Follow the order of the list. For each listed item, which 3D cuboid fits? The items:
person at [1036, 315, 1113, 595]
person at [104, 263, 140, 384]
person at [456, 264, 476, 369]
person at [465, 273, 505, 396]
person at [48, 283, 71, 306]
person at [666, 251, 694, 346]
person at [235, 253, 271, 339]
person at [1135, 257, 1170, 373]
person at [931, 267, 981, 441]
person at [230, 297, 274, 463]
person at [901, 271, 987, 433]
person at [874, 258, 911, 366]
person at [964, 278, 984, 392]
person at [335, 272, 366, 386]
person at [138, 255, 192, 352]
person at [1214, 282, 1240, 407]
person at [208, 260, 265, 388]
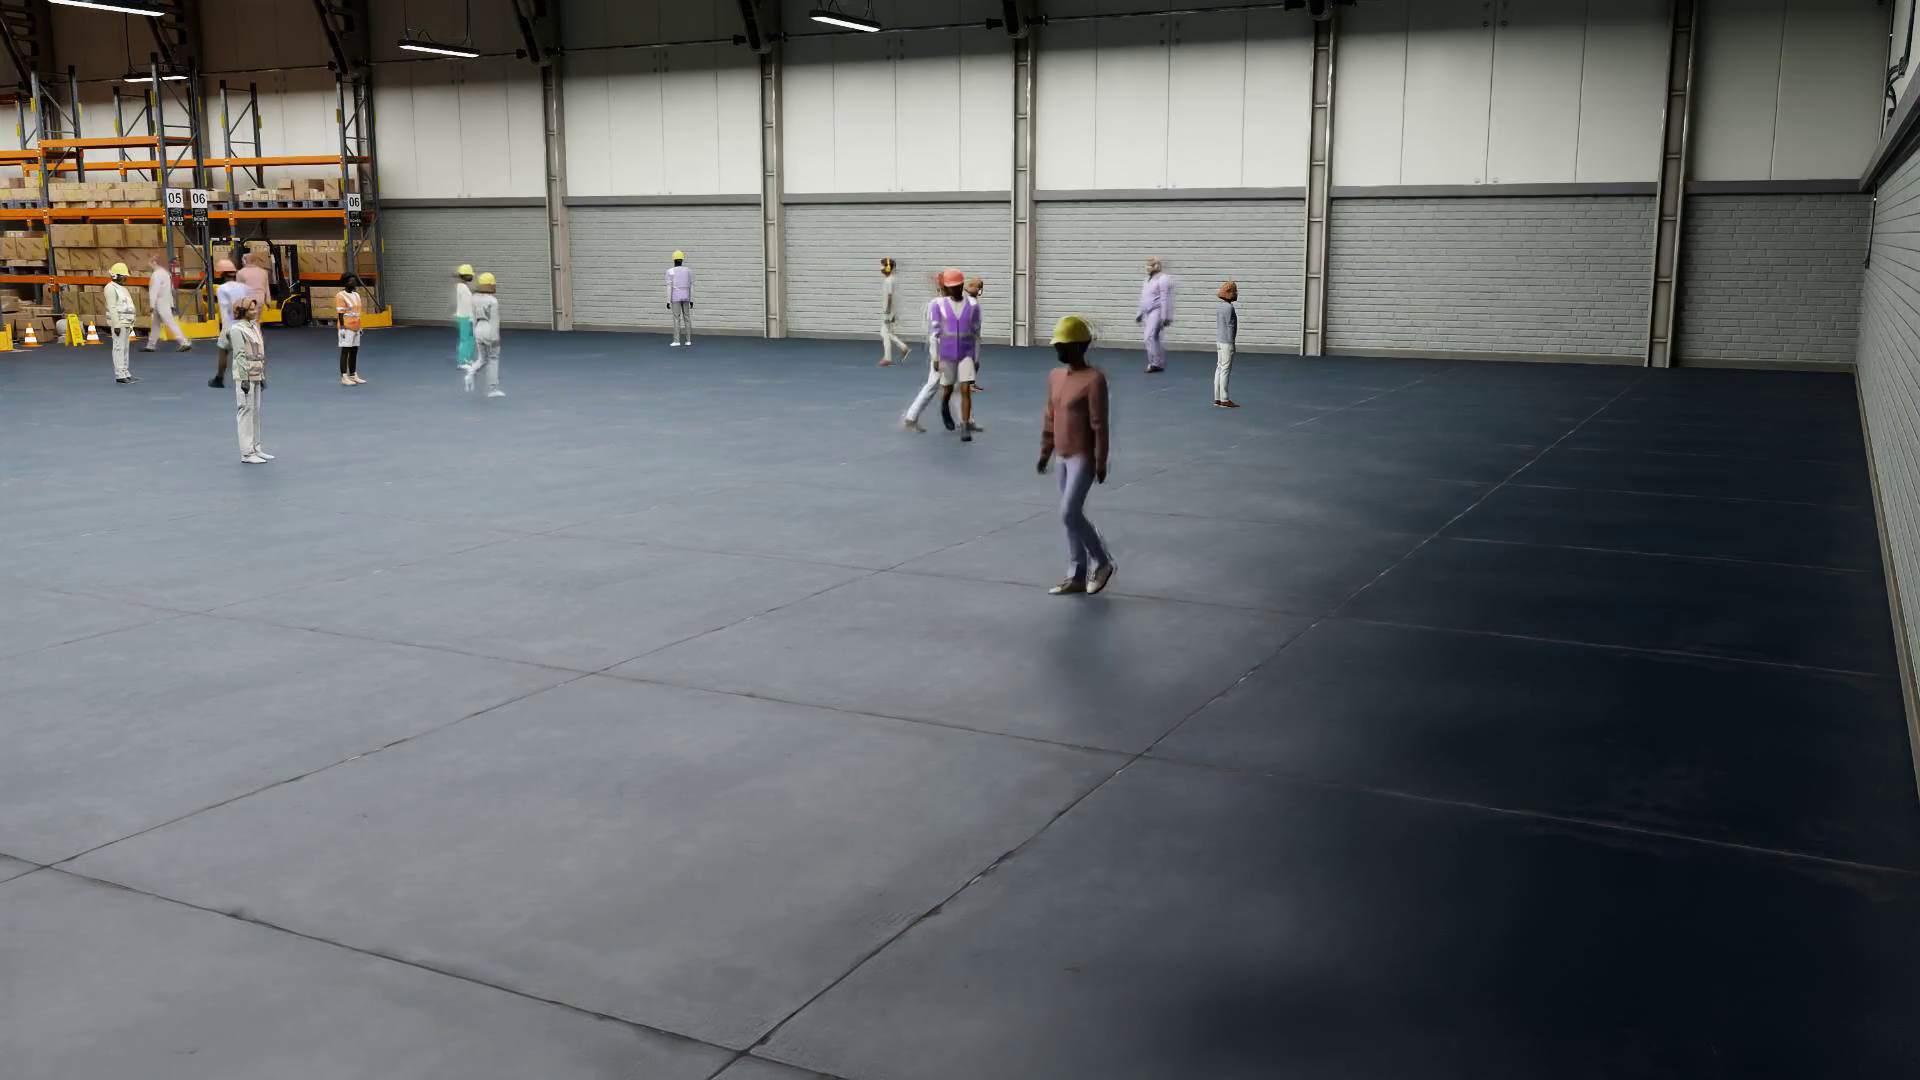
[{"bbox_3d":[0.693,-0.505,10.293,0.363,1.757,0.539,-6,12,-29],"label":"person"},{"bbox_3d":[-12.664,-3.263,25.136,0.403,1.822,0.588,-2,11,-11],"label":"person"},{"bbox_3d":[-8.210,-3.726,27.835,0.491,1.747,0.561,-4,11,-21],"label":"person"},{"bbox_3d":[-6.621,-2.840,23.089,0.498,1.727,0.518,6,12,29],"label":"person"},{"bbox_3d":[-23.424,-6.617,43.256,0.342,1.881,0.579,9,14,42],"label":"person"},{"bbox_3d":[-5.677,-4.889,33.704,0.587,1.930,0.362,-7,12,-32],"label":"person"},{"bbox_3d":[-13.940,-4.660,32.587,0.864,1.872,0.680,7,12,33],"label":"person"},{"bbox_3d":[3.115,-3.680,27.257,0.646,1.886,0.654,-4,11,-20],"label":"person"},{"bbox_3d":[-0.055,-2.068,18.417,0.552,1.909,0.794,-1,10,-6],"label":"person"},{"bbox_3d":[-7.032,-1.581,16.458,0.309,1.641,0.514,-1,10,-7],"label":"person"},{"bbox_3d":[-0.214,-2.122,18.879,0.970,1.843,0.600,0,10,0],"label":"person"},{"bbox_3d":[-1.178,-3.914,28.603,0.553,1.856,0.516,0,10,-3],"label":"person"},{"bbox_3d":[0.194,-2.956,23.972,0.279,1.633,0.499,2,11,13],"label":"person"},{"bbox_3d":[-9.144,-3.166,24.944,0.320,1.695,0.537,2,11,12],"label":"person"},{"bbox_3d":[-15.316,-4.533,31.963,0.986,1.866,0.676,-2,11,-13],"label":"person"},{"bbox_3d":[3.505,-2.559,21.806,0.280,1.634,0.498,-2,10,-8],"label":"person"},{"bbox_3d":[-10.626,-3.143,24.336,1.011,1.890,0.550,6,12,29],"label":"person"}]
